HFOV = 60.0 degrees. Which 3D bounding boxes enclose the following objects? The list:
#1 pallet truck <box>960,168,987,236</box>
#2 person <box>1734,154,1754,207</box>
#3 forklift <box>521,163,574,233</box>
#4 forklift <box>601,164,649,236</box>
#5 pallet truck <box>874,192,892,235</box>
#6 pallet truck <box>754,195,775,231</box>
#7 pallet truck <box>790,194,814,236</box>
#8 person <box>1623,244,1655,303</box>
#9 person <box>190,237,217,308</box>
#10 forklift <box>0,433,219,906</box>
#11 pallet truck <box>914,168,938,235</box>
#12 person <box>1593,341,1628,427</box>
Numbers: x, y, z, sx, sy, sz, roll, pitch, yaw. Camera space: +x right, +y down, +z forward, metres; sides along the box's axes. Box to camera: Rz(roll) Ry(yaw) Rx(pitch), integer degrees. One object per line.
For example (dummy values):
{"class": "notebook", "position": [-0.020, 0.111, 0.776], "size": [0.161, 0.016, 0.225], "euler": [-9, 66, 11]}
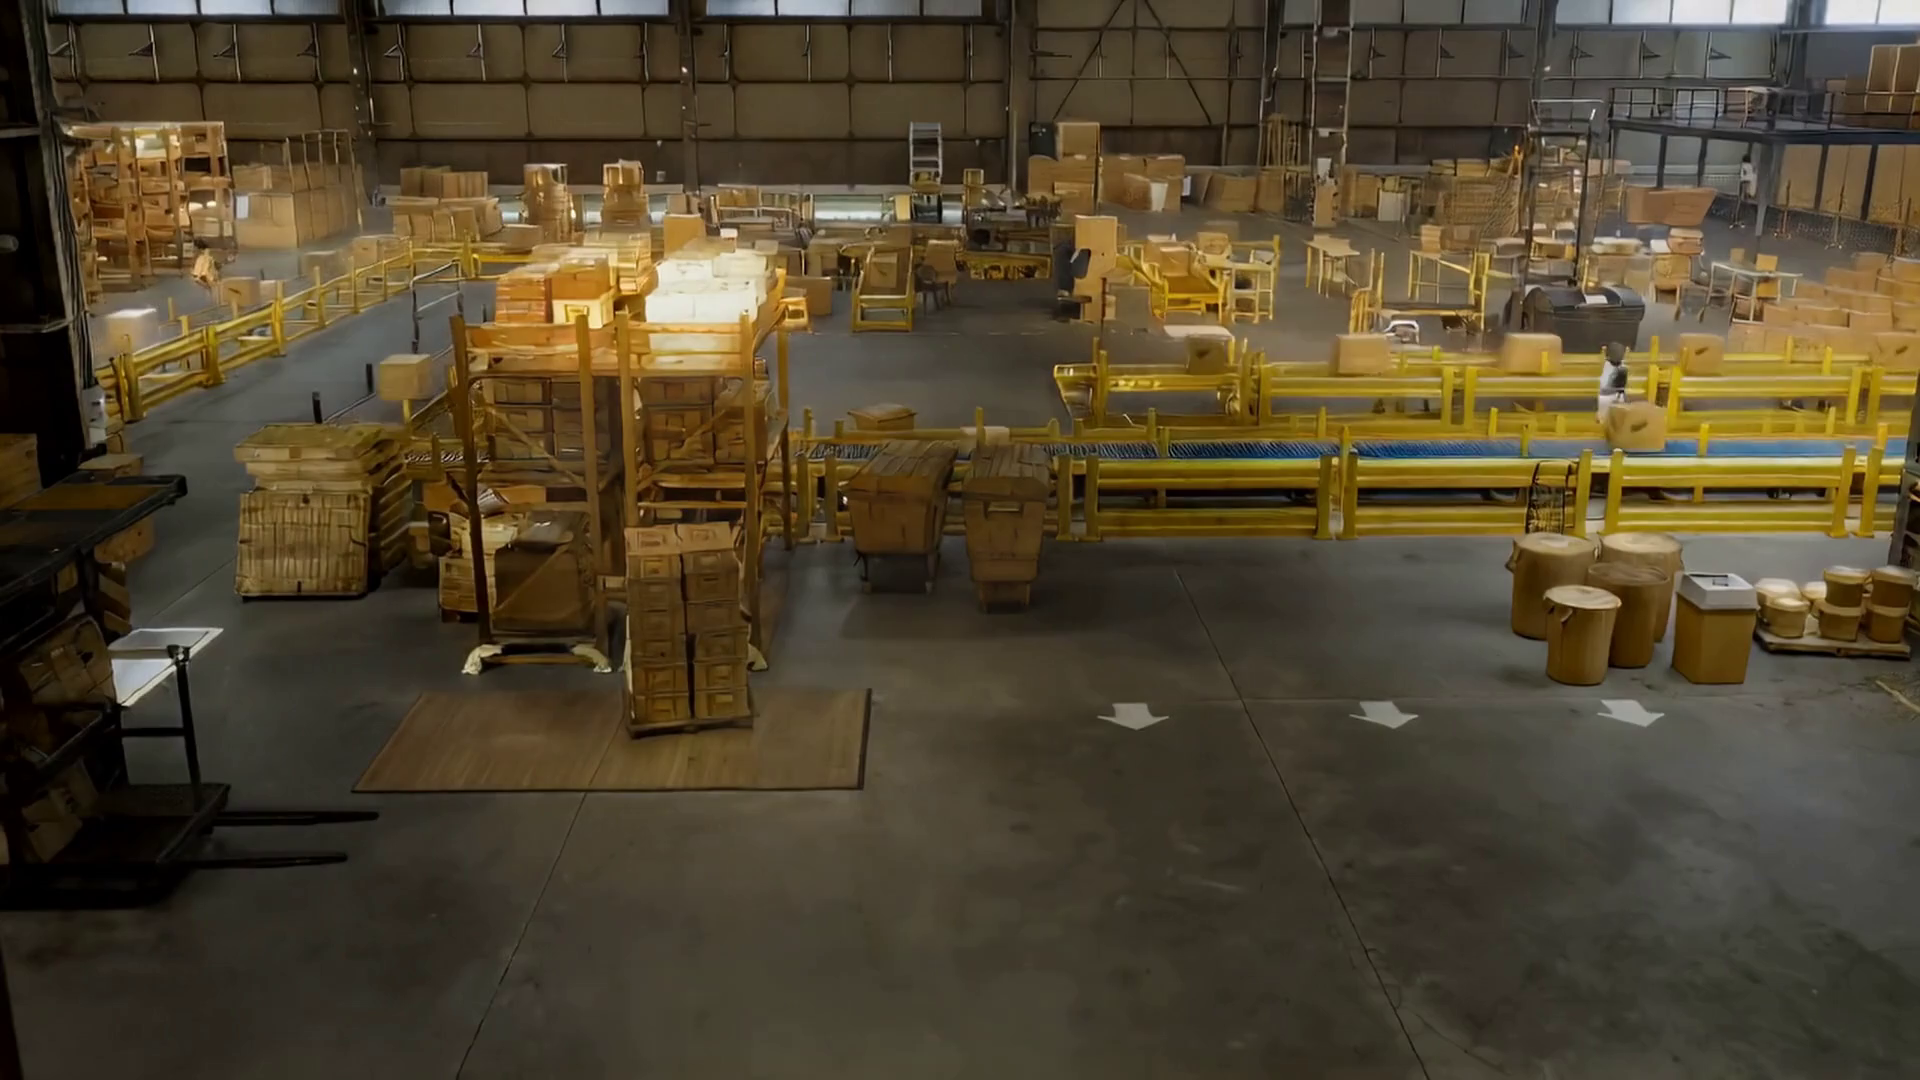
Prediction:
{"class": "pallet truck", "position": [0.383, -10.230, 50.206], "size": [0.823, 1.965, 1.885], "euler": [-1, 16, -3]}
{"class": "person", "position": [28.188, -12.947, 59.913], "size": [0.611, 1.843, 0.924], "euler": [0, 16, -1]}
{"class": "forklift", "position": [-12.233, -10.122, 49.298], "size": [1.157, 1.987, 2.680], "euler": [0, 16, -1]}
{"class": "forklift", "position": [-9.948, -10.127, 49.296], "size": [1.157, 1.987, 2.680], "euler": [-1, 16, -3]}
{"class": "pallet truck", "position": [-2.277, -9.986, 50.594], "size": [0.653, 1.274, 1.630], "euler": [0, 16, -1]}
{"class": "pallet truck", "position": [-6.051, -9.967, 50.660], "size": [0.680, 1.201, 1.601], "euler": [0, 16, -1]}
{"class": "pallet truck", "position": [-4.814, -9.883, 50.259], "size": [0.704, 1.261, 1.522], "euler": [-1, 16, -3]}
{"class": "person", "position": [12.950, -4.781, 31.762], "size": [0.524, 1.721, 0.911], "euler": [2, 16, 6]}
{"class": "person", "position": [-14.484, -4.886, 31.926], "size": [0.403, 1.832, 0.593], "euler": [-9, 18, -27]}
{"class": "forklift", "position": [-5.952, 0.780, 10.366], "size": [1.873, 2.768, 1.129], "euler": [0, 16, -1]}
{"class": "pallet truck", "position": [-0.989, -10.316, 50.507], "size": [0.823, 1.965, 1.885], "euler": [1, 16, 3]}
{"class": "person", "position": [8.326, -1.687, 21.093], "size": [0.695, 1.676, 0.539], "euler": [0, 16, 1]}
